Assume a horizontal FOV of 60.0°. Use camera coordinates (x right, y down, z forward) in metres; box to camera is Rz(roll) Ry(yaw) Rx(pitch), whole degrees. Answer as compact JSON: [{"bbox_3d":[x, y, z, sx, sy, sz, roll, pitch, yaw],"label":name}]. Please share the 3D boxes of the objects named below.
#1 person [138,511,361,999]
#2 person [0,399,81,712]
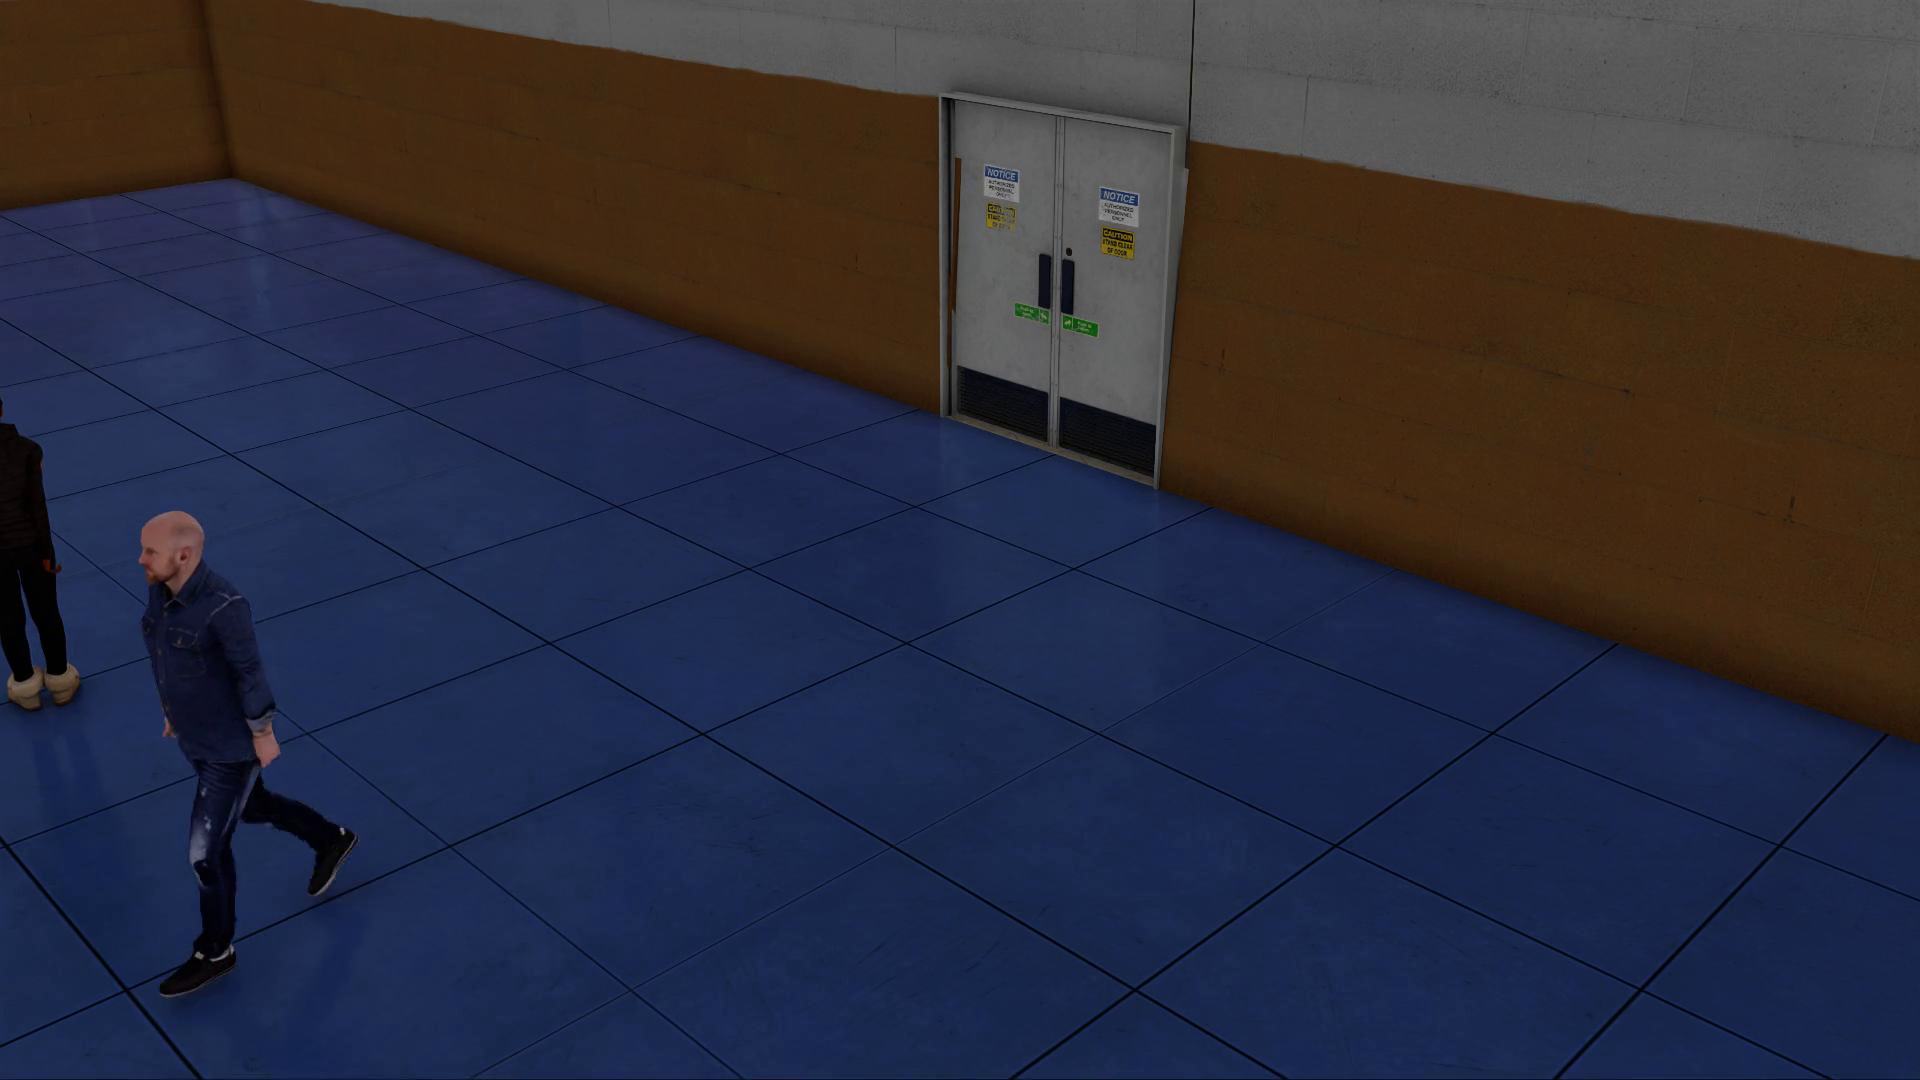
[{"bbox_3d":[-2.662,0.719,6.151,0.839,1.791,1.208,17,29,34],"label":"person"},{"bbox_3d":[-4.464,0.050,7.842,0.669,1.659,0.600,9,25,19],"label":"person"}]
